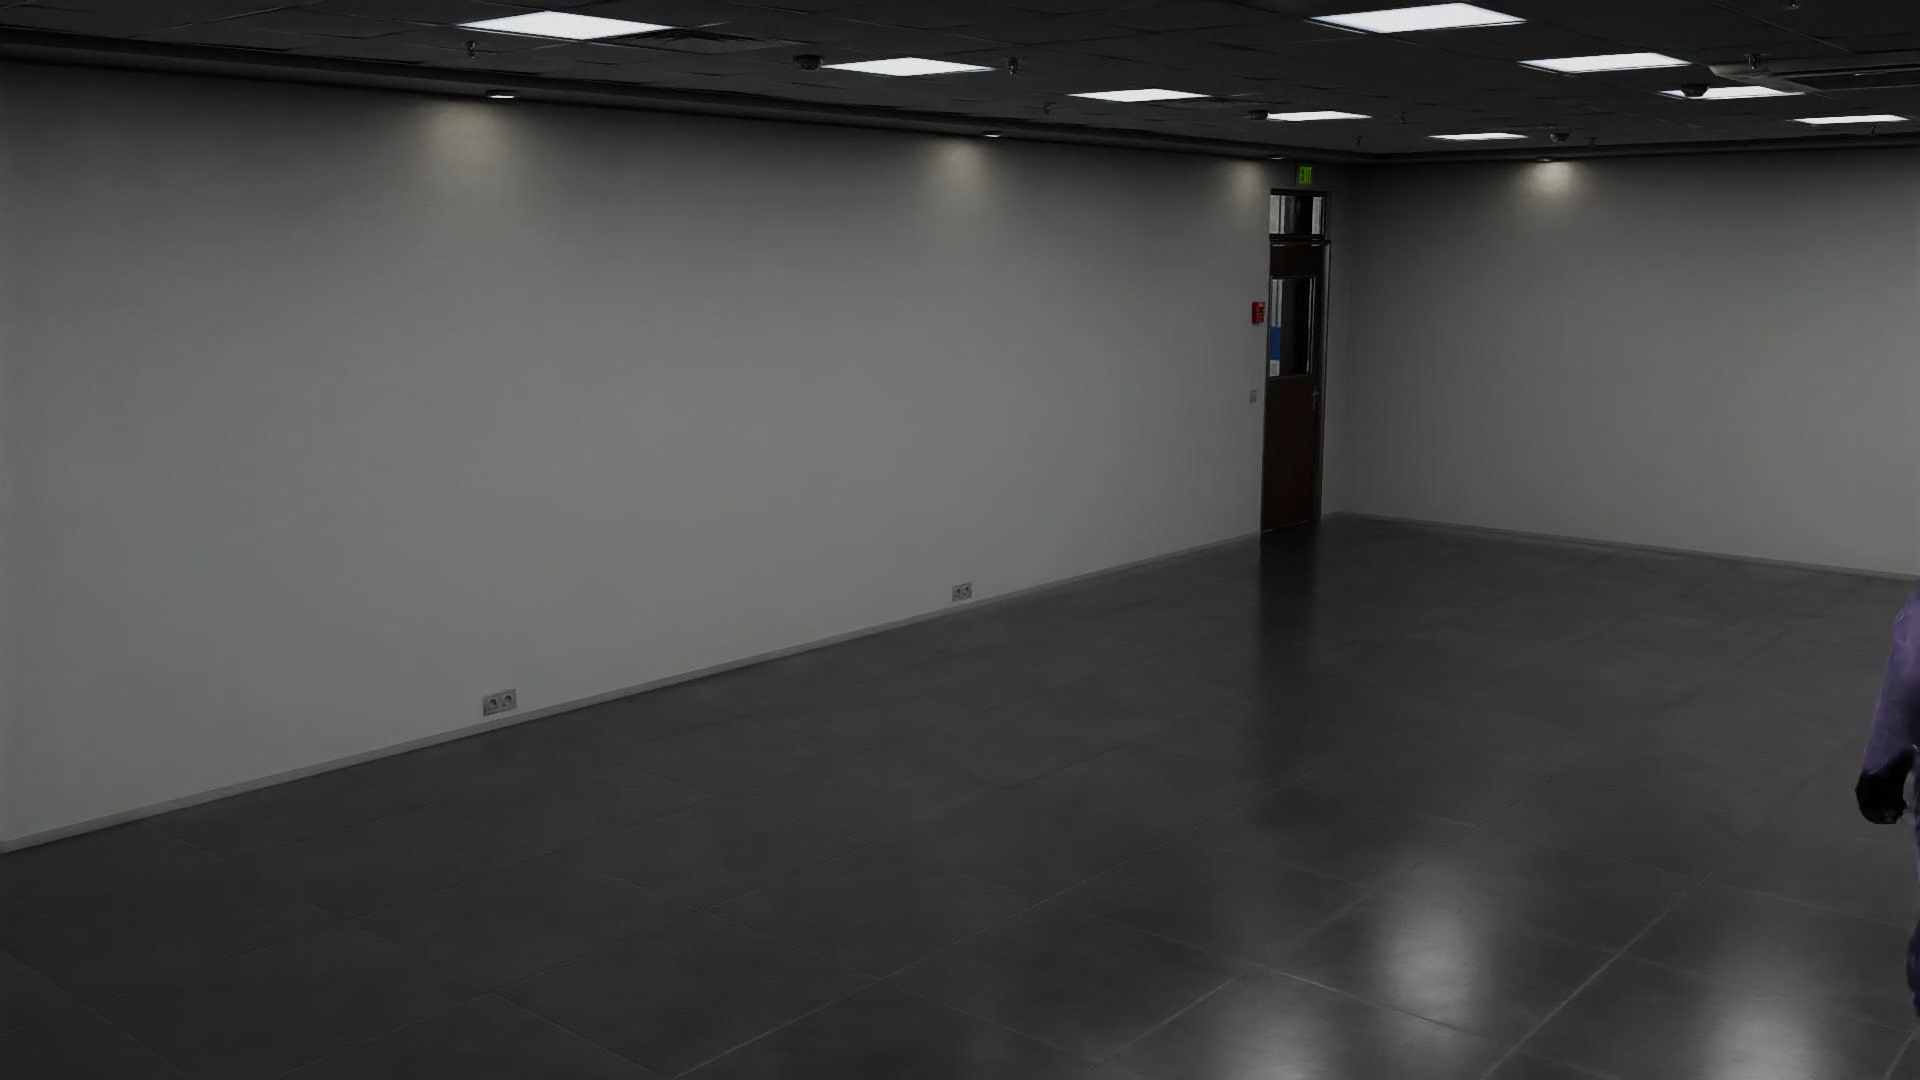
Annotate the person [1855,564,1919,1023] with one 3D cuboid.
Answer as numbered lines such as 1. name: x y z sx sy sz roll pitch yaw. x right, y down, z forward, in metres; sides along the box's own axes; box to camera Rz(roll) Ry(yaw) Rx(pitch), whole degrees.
1. person: 2.049 0.493 3.358 0.478 1.892 0.685 0 10 2
